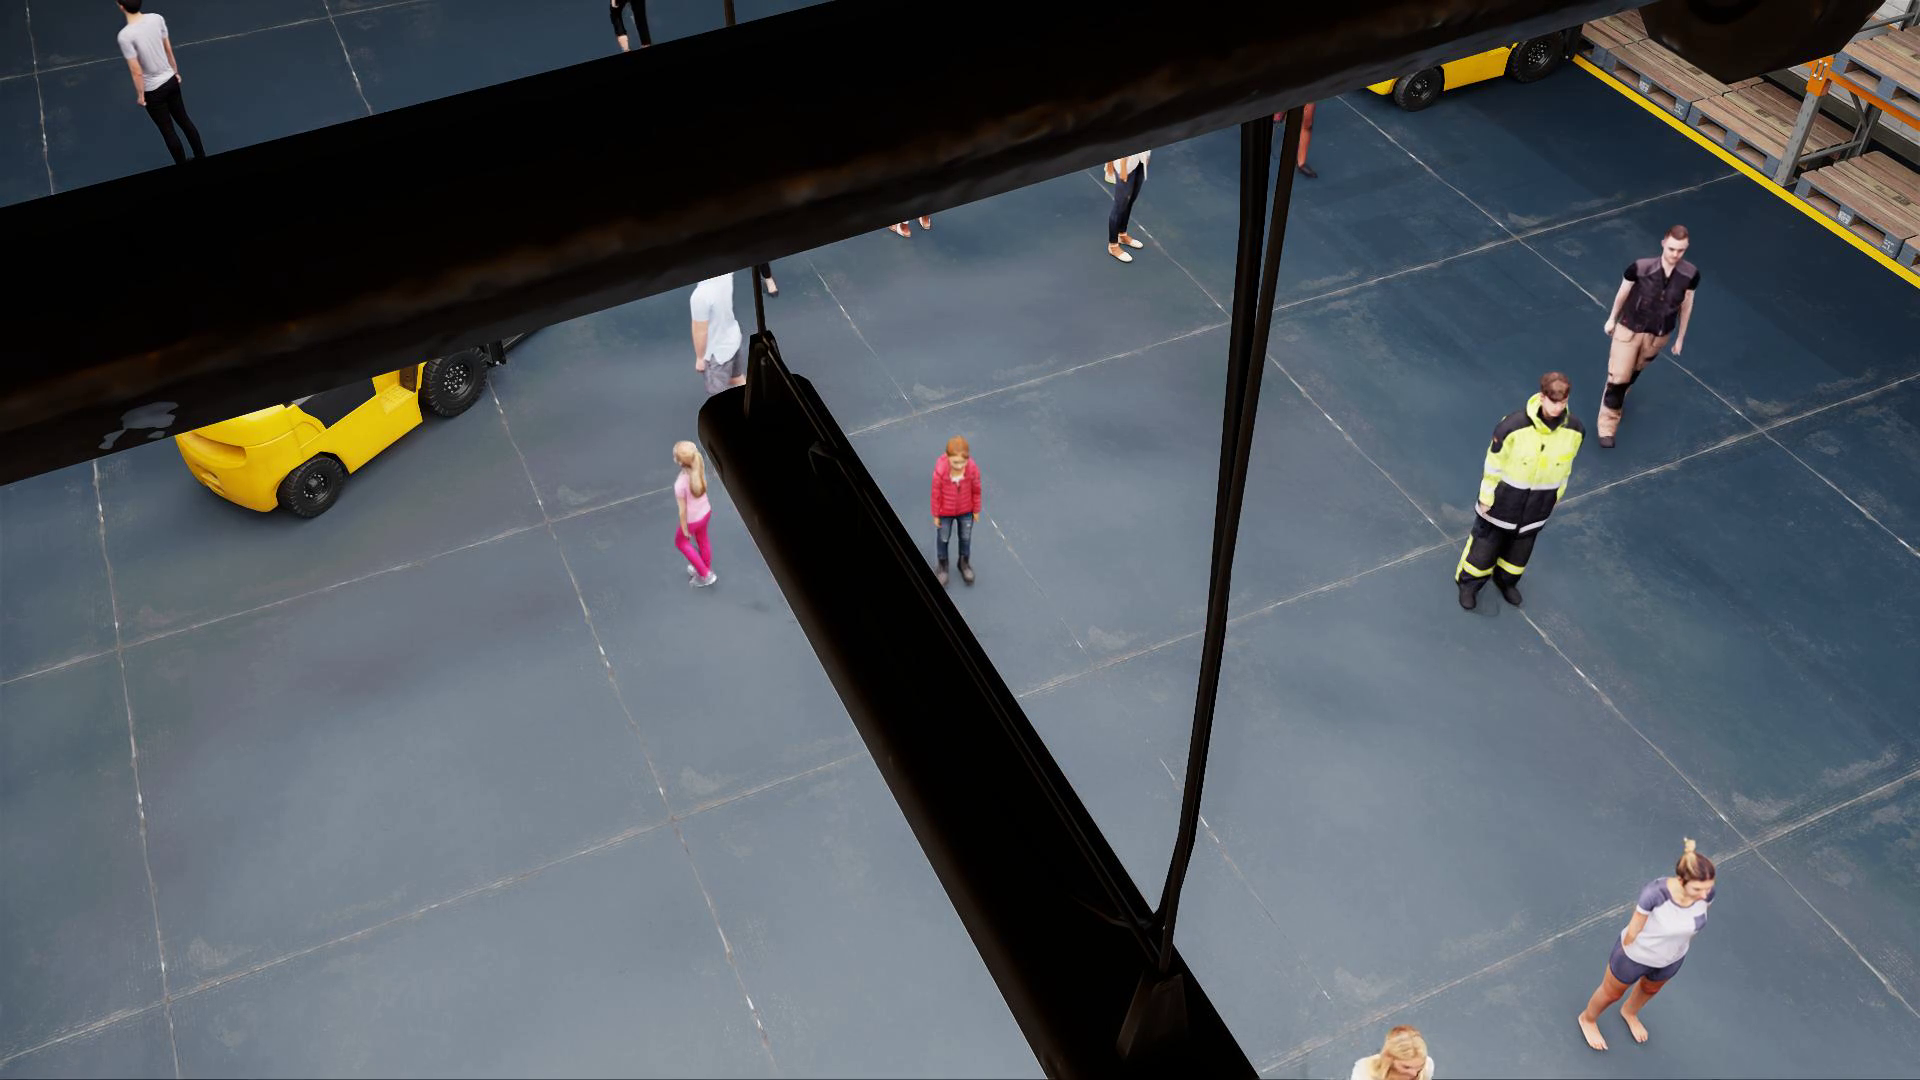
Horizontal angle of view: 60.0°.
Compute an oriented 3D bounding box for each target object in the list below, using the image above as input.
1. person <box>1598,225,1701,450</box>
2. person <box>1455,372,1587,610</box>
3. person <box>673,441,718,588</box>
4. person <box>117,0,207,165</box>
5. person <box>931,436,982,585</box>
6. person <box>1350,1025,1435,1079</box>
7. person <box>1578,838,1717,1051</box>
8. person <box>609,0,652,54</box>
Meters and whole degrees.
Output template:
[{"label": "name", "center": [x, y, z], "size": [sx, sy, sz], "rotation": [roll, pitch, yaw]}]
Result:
[{"label": "person", "center": [5.187, -1.655, 12.641], "size": [1.064, 1.799, 1.222], "rotation": [6, 44, 6]}, {"label": "person", "center": [3.764, -0.341, 11.131], "size": [0.854, 1.980, 0.788], "rotation": [-3, 44, -4]}, {"label": "person", "center": [-1.788, -0.168, 11.466], "size": [0.652, 1.266, 0.598], "rotation": [23, 48, 22]}, {"label": "person", "center": [-7.335, -4.169, 15.233], "size": [0.785, 1.864, 0.737], "rotation": [16, 46, 16]}, {"label": "person", "center": [-0.038, -0.222, 11.492], "size": [0.554, 1.309, 0.567], "rotation": [-5, 44, -5]}, {"label": "person", "center": [1.934, 2.737, 8.037], "size": [0.722, 1.791, 0.859], "rotation": [-3, 44, -3]}, {"label": "person", "center": [3.642, 2.150, 8.776], "size": [0.616, 1.621, 0.597], "rotation": [-5, 44, -5]}, {"label": "person", "center": [-3.291, -5.478, 16.718], "size": [0.688, 1.712, 0.785], "rotation": [-27, 50, -25]}]
